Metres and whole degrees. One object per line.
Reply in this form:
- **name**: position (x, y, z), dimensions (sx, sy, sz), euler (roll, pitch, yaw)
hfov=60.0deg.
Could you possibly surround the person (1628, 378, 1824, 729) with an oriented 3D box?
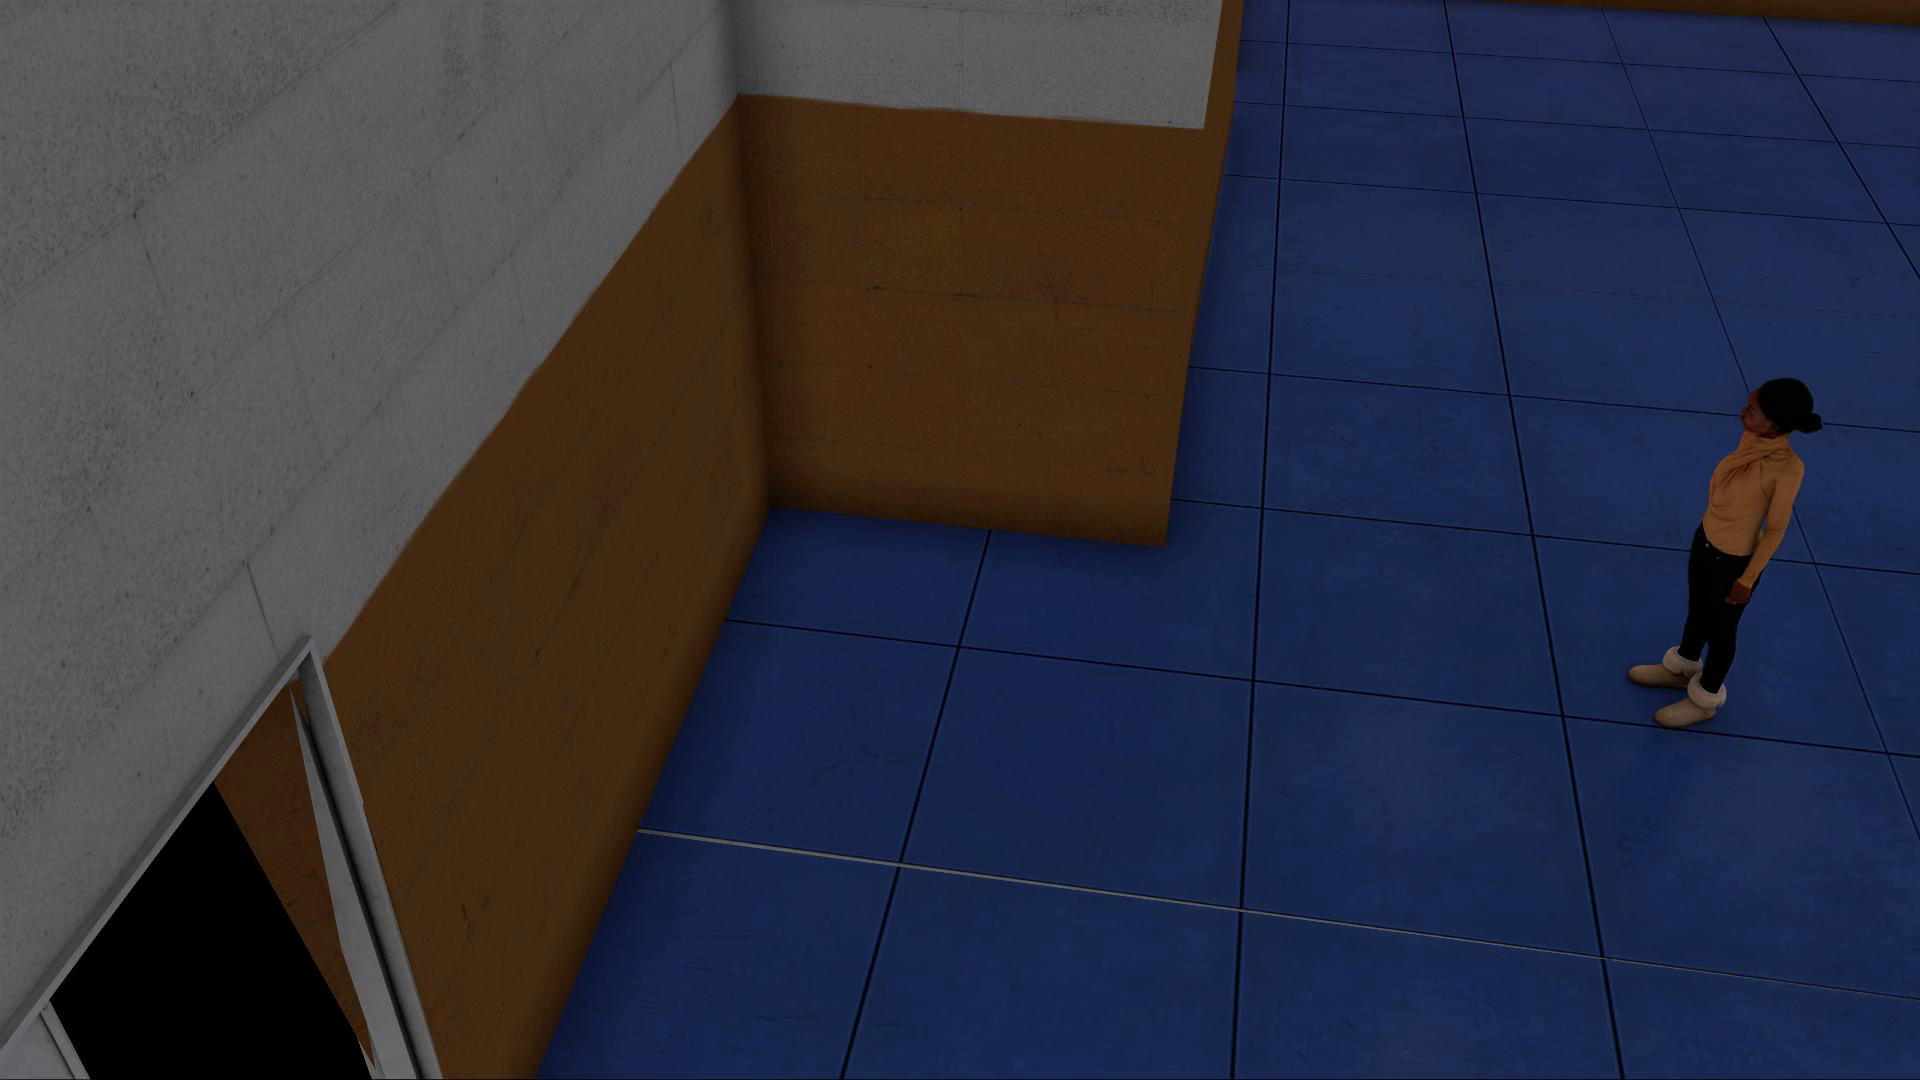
- **person**: position (3.161, 0.045, 6.808), dimensions (0.617, 1.660, 0.646), euler (-2, 37, -3)
